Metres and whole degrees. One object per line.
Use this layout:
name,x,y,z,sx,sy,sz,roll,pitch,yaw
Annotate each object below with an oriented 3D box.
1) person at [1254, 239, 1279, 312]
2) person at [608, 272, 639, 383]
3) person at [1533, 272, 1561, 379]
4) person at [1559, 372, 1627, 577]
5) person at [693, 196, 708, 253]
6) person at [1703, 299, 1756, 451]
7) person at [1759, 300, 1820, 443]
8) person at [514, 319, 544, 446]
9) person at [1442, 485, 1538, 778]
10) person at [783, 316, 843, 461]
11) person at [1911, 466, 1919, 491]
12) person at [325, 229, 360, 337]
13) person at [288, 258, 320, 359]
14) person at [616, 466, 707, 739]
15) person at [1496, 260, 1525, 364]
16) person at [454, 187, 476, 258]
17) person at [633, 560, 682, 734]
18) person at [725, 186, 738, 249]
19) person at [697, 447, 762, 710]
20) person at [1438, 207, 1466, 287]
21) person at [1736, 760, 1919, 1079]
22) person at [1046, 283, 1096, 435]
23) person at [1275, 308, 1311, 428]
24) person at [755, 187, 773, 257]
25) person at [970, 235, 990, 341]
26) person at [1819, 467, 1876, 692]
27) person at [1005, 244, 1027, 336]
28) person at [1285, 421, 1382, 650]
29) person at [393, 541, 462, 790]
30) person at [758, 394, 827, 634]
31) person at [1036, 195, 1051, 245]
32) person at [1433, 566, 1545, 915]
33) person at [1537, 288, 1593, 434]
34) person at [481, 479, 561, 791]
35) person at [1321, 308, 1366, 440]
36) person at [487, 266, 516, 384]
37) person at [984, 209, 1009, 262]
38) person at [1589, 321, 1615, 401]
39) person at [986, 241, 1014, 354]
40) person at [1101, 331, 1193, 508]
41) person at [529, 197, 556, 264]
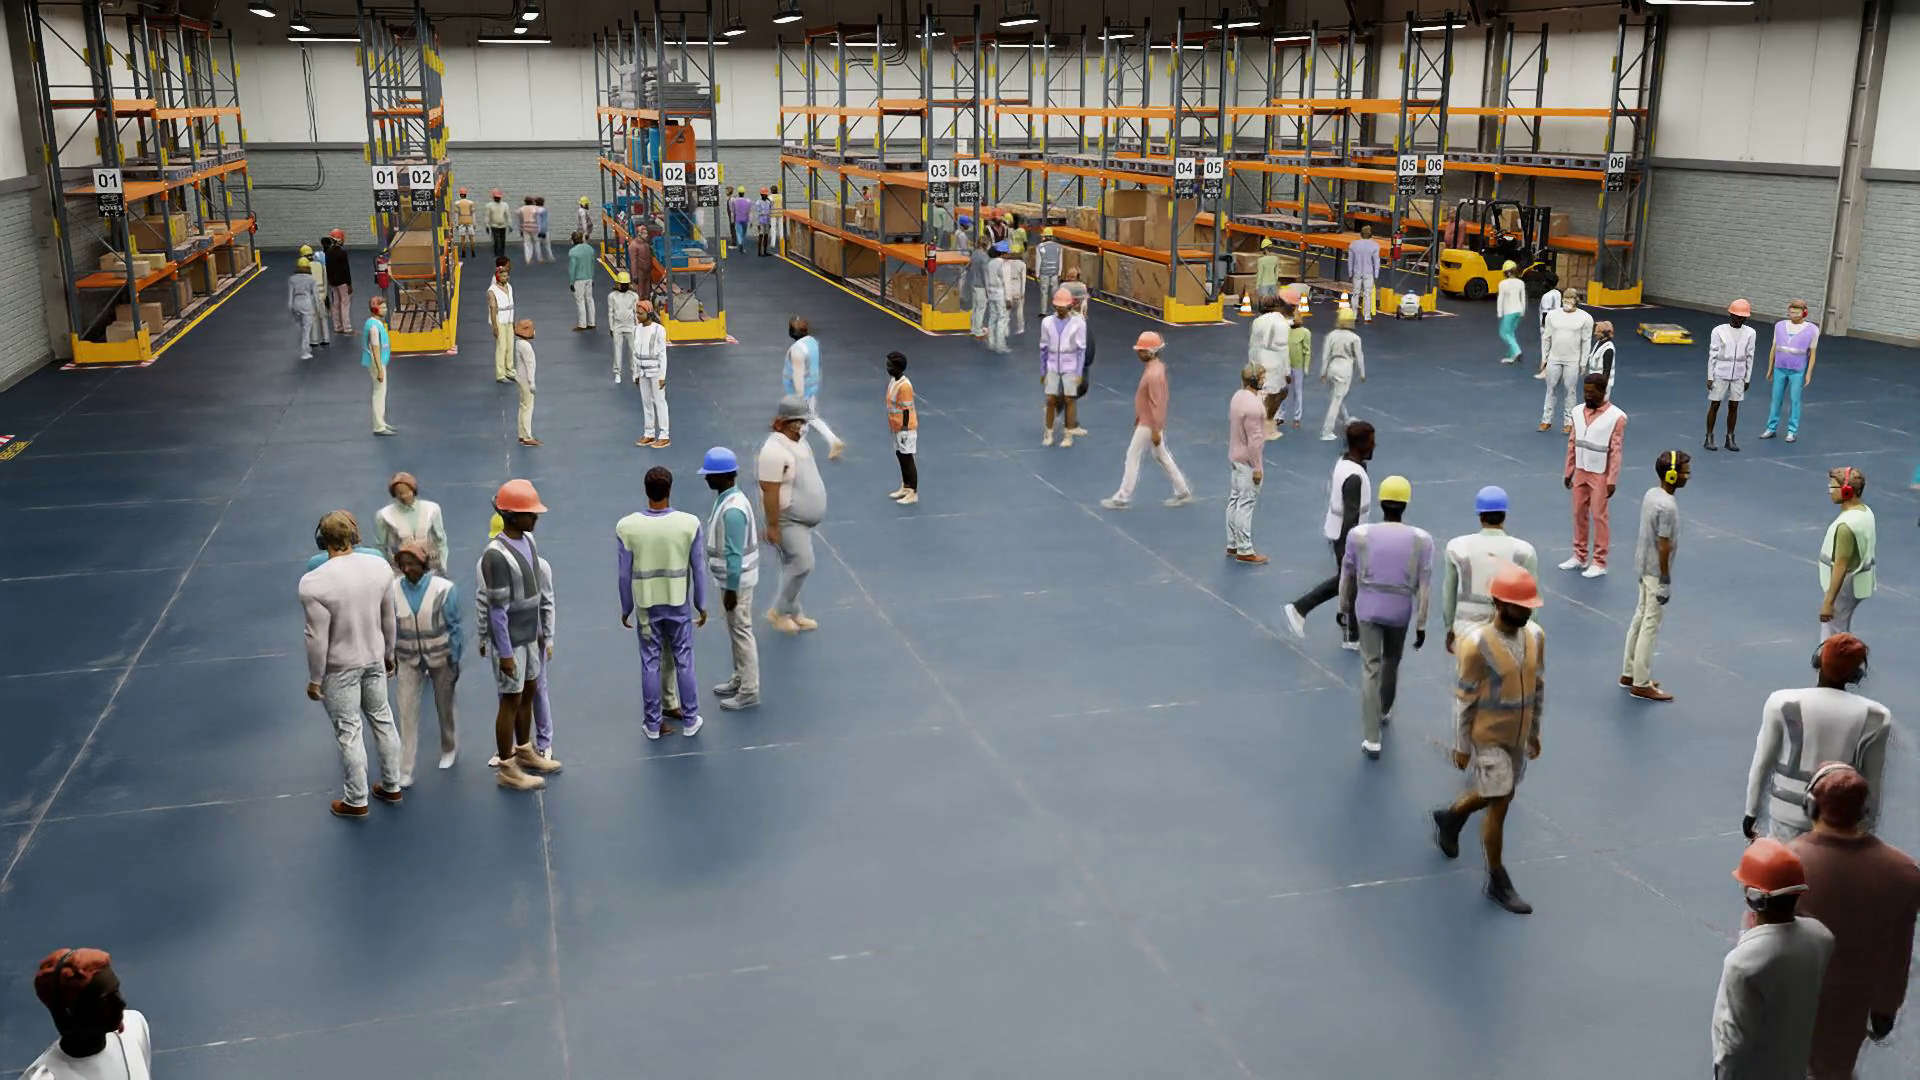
person,5.832,-4.840,31.686,0.523,1.765,0.322,-9,17,-30
person,-5.245,-3.324,26.035,0.487,1.738,0.320,-3,15,-13
person,9.366,-3.403,26.421,0.321,1.689,0.531,12,19,37
person,5.926,-0.624,15.545,0.387,1.906,0.603,-7,17,-26
person,-6.858,-8.021,43.407,0.449,1.891,0.652,13,20,40
person,9.710,-2.073,20.959,0.543,1.929,0.386,1,15,5
person,10.785,-2.196,21.585,0.389,1.839,0.563,-13,20,-41
person,-5.555,-2.022,21.349,0.280,1.625,0.493,-6,16,-23
person,3.505,0.603,11.028,0.598,1.880,1.024,3,15,10
person,-1.863,-1.807,20.159,0.775,1.822,0.632,5,16,18
person,11.200,-1.363,18.515,0.899,1.808,0.522,8,17,27
person,-11.586,-4.812,31.130,0.626,1.992,0.387,10,18,34
person,-11.301,-4.005,28.701,0.488,1.681,0.883,0,15,0
person,-2.052,0.441,11.514,0.597,1.916,0.371,-2,15,-9
person,9.229,-3.792,27.777,0.548,1.737,0.589,-8,17,-27
person,-13.832,-8.870,46.511,0.545,1.938,0.355,-6,16,-22
person,-2.099,0.553,11.660,0.279,1.621,0.509,6,16,21
person,-6.751,-9.537,49.229,0.344,1.837,0.523,-2,15,-7
person,-1.677,0.270,12.132,0.421,1.938,0.603,-4,15,-14
person,11.543,-6.848,38.975,0.407,1.902,0.638,-4,15,-15
person,3.355,1.797,6.484,0.642,1.889,0.539,1,15,2
person,1.480,-2.409,22.003,0.637,2.000,0.689,5,16,19
person,4.472,-2.329,22.479,0.509,1.632,0.269,9,17,30
person,-5.498,-8.935,46.783,0.392,1.929,0.545,10,18,33
person,0.377,-4.636,30.608,0.373,1.931,0.634,-6,16,-20
person,6.314,0.386,11.891,0.394,1.833,0.566,11,18,35
person,1.008,-4.697,31.254,0.492,1.708,0.865,4,15,16
person,3.068,-0.035,13.349,0.743,1.897,0.596,2,15,8
person,-3.472,0.810,10.739,0.518,1.600,0.836,-1,15,-5
person,-1.361,-0.214,13.743,0.535,2.000,0.711,4,15,14
person,2.367,-8.949,47.225,0.515,1.709,0.794,-9,17,-31
person,2.962,1.042,9.280,0.551,1.916,0.828,-8,17,-27
person,8.019,-2.372,22.069,0.629,1.936,0.373,9,17,31
person,-2.811,0.603,10.687,0.413,2.034,0.608,2,15,8
person,5.050,-2.187,21.825,0.939,1.688,0.502,-14,20,-42
person,-7.148,-3.358,25.983,0.404,1.831,0.573,4,15,16
person,0.775,-6.308,36.731,0.613,2.018,0.837,-8,17,-27
person,8.139,-1.965,21.127,0.314,1.632,0.524,2,15,7
person,0.698,-4.244,29.086,0.404,1.945,0.615,-10,18,-34
person,2.070,-1.293,17.976,0.872,1.971,0.621,3,15,12
person,-11.381,-8.362,44.894,0.616,1.793,0.993,7,16,24
